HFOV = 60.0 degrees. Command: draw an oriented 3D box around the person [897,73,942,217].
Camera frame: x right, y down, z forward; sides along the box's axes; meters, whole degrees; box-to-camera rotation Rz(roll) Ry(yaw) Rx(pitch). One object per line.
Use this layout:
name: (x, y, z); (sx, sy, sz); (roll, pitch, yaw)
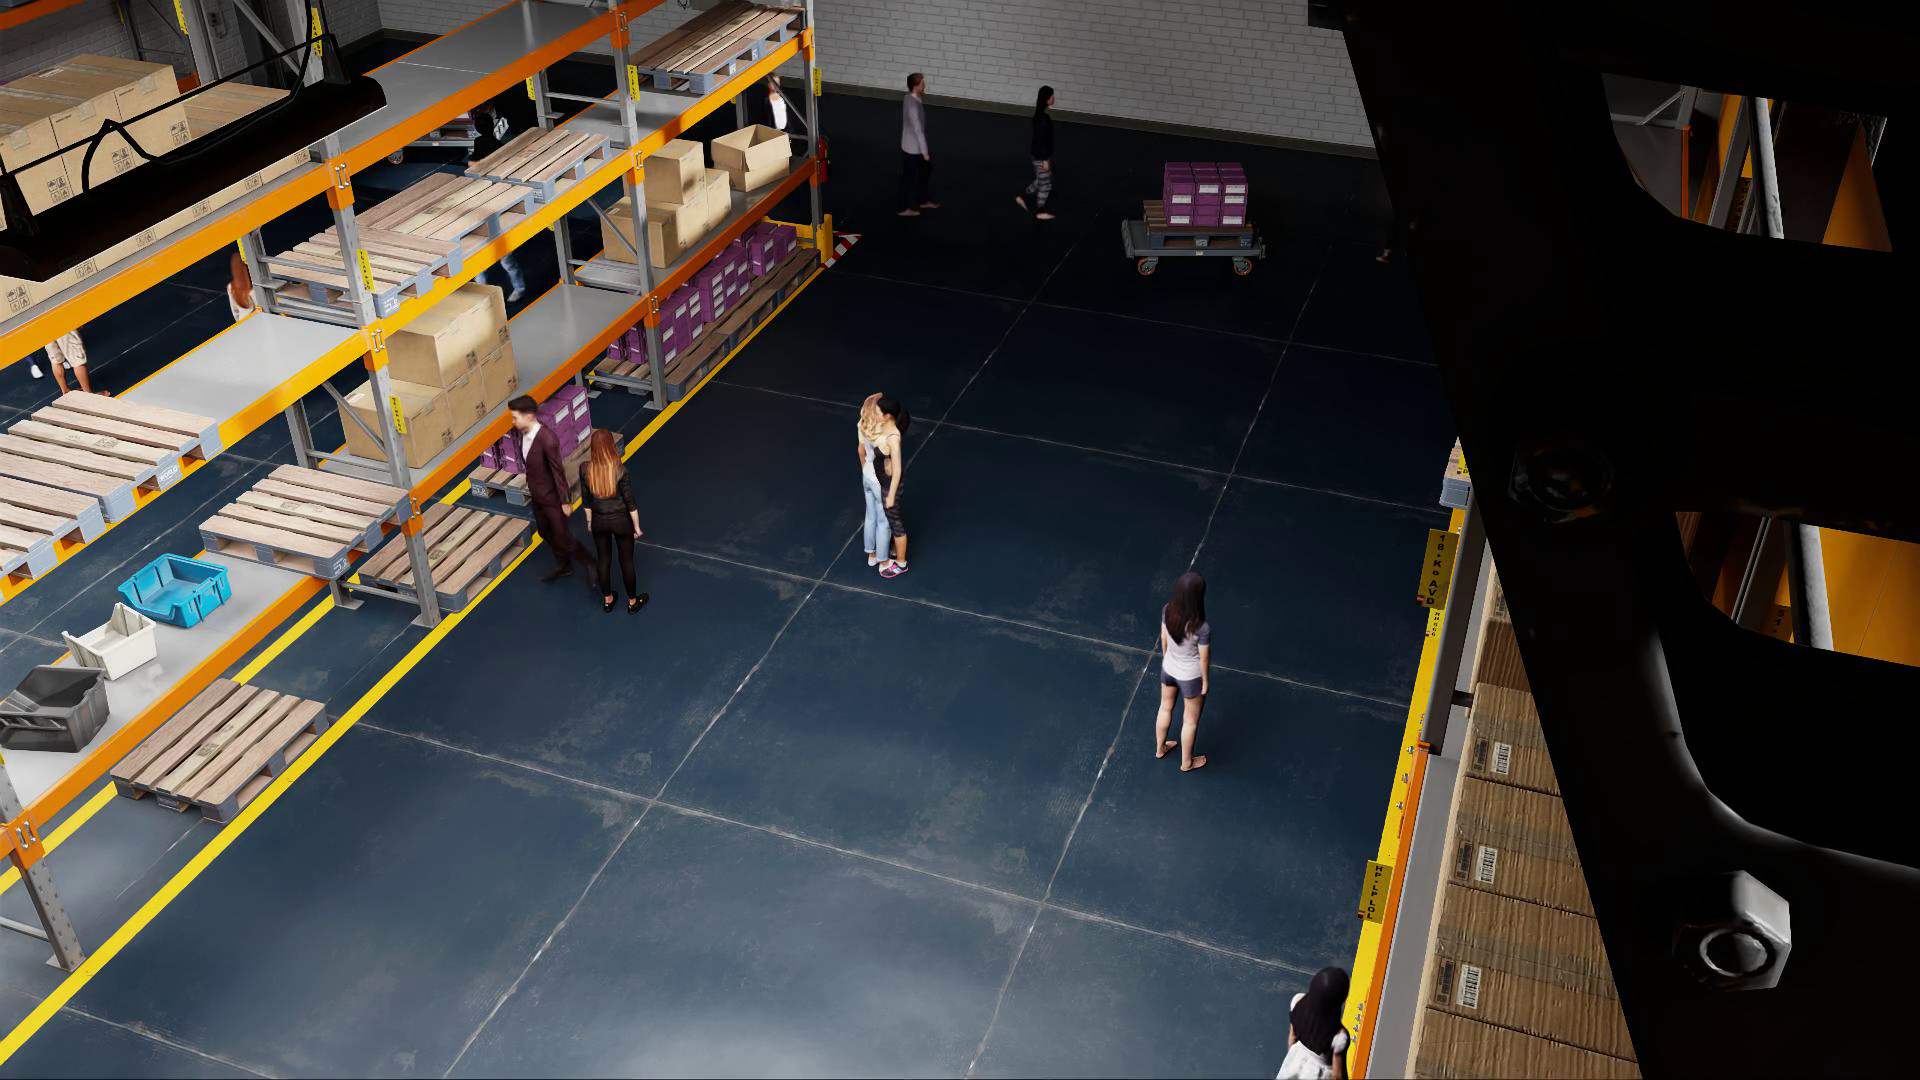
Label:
person: (-0.674, -4.956, 20.925); (0.891, 1.830, 0.861); (0, 34, -1)

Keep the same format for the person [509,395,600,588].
person: (-3.453, -0.407, 14.077); (0.892, 1.835, 0.938); (25, 41, 32)

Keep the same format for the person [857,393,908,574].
person: (-0.698, -0.492, 14.306); (0.728, 1.723, 0.712); (-23, 40, -30)

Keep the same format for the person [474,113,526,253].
person: (-5.621, -4.319, 20.083); (0.590, 1.701, 0.559); (8, 34, 12)

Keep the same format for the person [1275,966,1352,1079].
person: (1.907, 2.977, 9.046); (0.817, 1.769, 0.783); (-21, 39, -29)

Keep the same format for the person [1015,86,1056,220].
person: (0.943, -4.832, 20.836); (0.800, 1.723, 0.782); (0, 34, 0)

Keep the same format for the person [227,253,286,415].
person: (-7.068, -2.065, 16.687); (0.600, 1.708, 0.556); (13, 36, 19)

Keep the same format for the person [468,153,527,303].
person: (-5.216, -3.451, 18.674); (0.731, 1.816, 1.161); (14, 36, 20)

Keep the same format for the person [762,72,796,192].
person: (-2.453, -5.381, 21.827); (0.908, 1.539, 0.883); (-24, 41, -32)

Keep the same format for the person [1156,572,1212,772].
person: (1.637, 0.947, 12.157); (0.672, 1.706, 0.673); (-28, 43, -35)

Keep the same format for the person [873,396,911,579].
person: (-0.584, -0.475, 14.278); (0.728, 1.726, 0.641); (-8, 34, -12)

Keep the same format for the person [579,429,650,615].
person: (-2.901, -0.150, 13.802); (0.644, 1.711, 0.581); (6, 34, 8)
